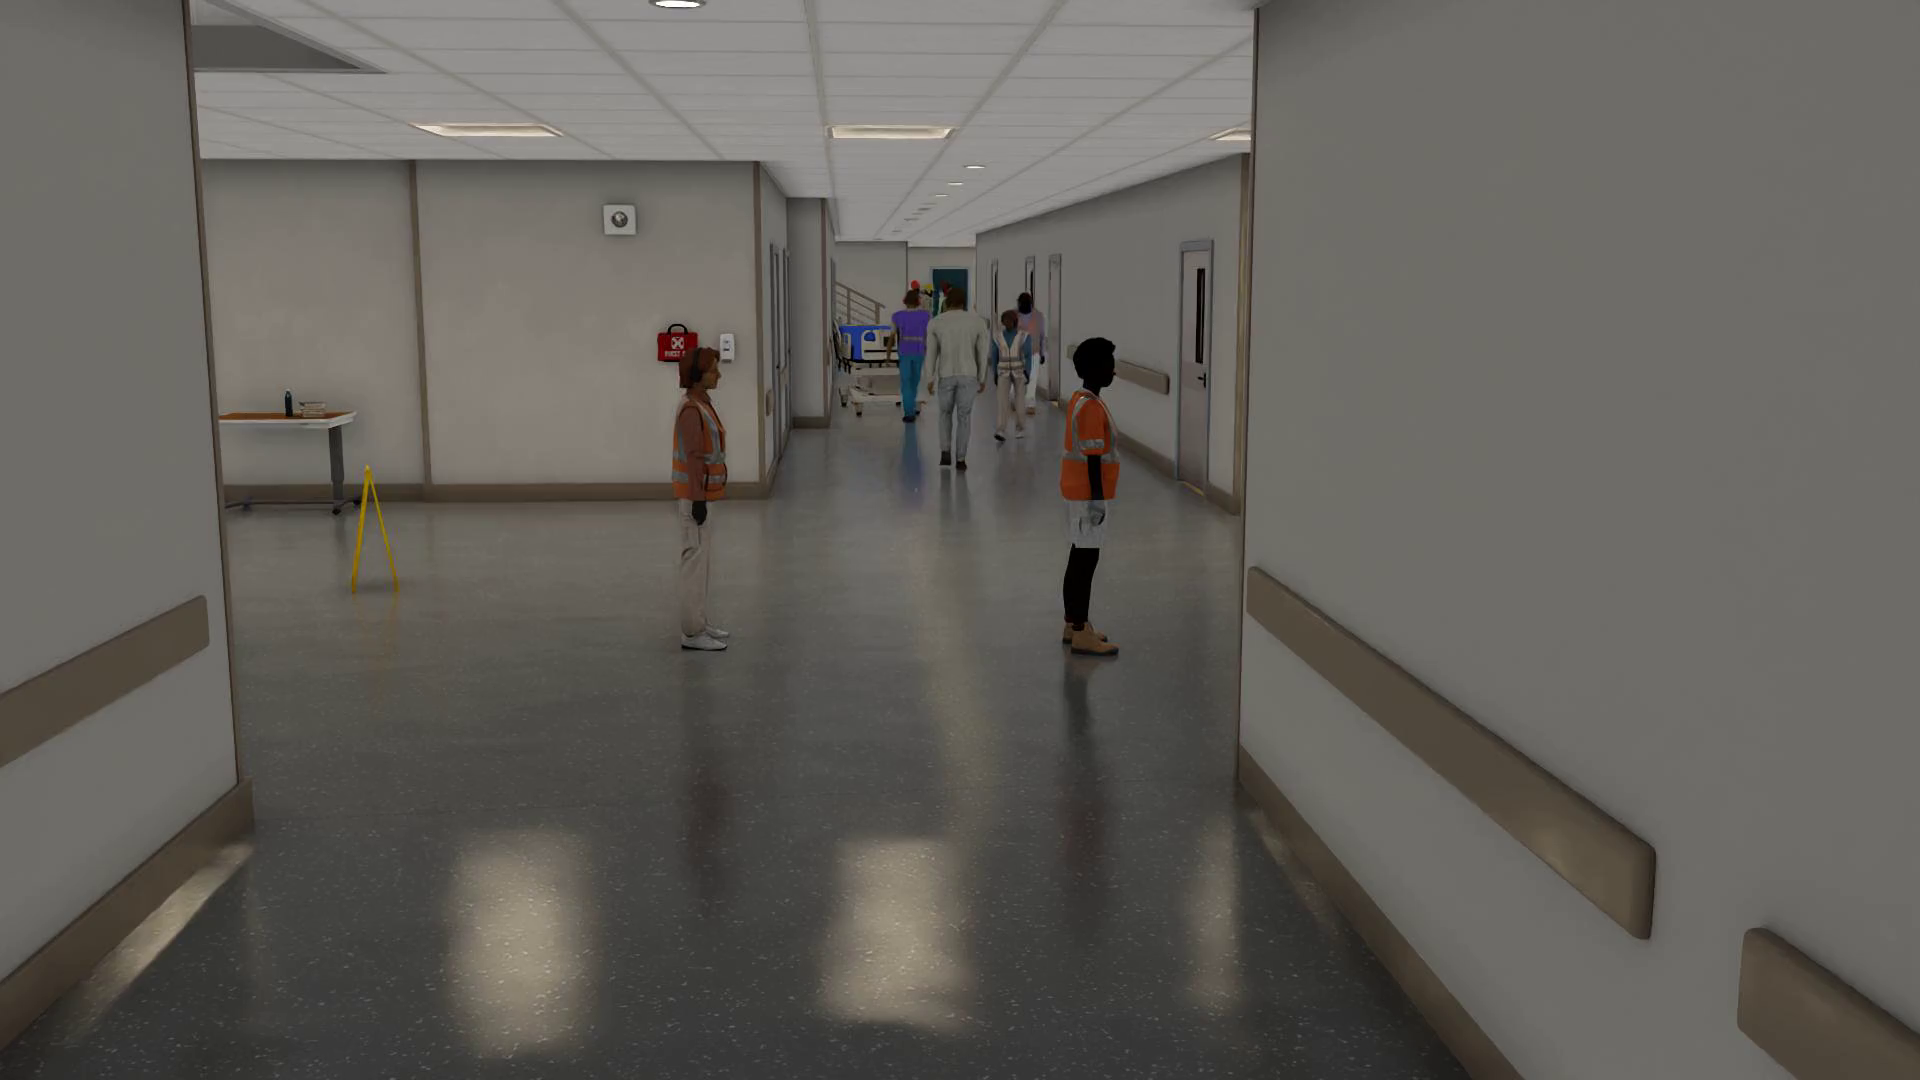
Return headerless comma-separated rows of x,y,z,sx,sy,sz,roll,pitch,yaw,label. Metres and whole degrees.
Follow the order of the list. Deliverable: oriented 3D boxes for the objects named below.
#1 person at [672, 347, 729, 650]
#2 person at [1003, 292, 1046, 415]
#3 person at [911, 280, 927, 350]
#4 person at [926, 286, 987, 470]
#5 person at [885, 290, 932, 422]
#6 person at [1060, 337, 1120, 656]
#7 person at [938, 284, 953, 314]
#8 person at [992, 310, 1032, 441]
-1.412,-0.228,9.045,0.308,1.639,0.524,-1,9,-4,person
0.928,-2.756,24.479,0.659,1.793,0.896,-1,9,-7,person
-1.106,-5.999,44.513,0.591,1.884,0.595,-1,9,-7,person
-0.031,-1.685,17.355,0.632,1.917,0.483,1,9,3,person
-0.709,-2.552,23.080,0.626,1.809,0.636,-2,9,-14,person
0.699,-0.238,8.925,0.316,1.696,0.541,-1,9,-4,person
-0.315,-4.532,35.423,0.374,1.843,0.573,-1,9,-4,person
0.632,-2.008,20.360,0.523,1.588,0.860,2,9,12,person
